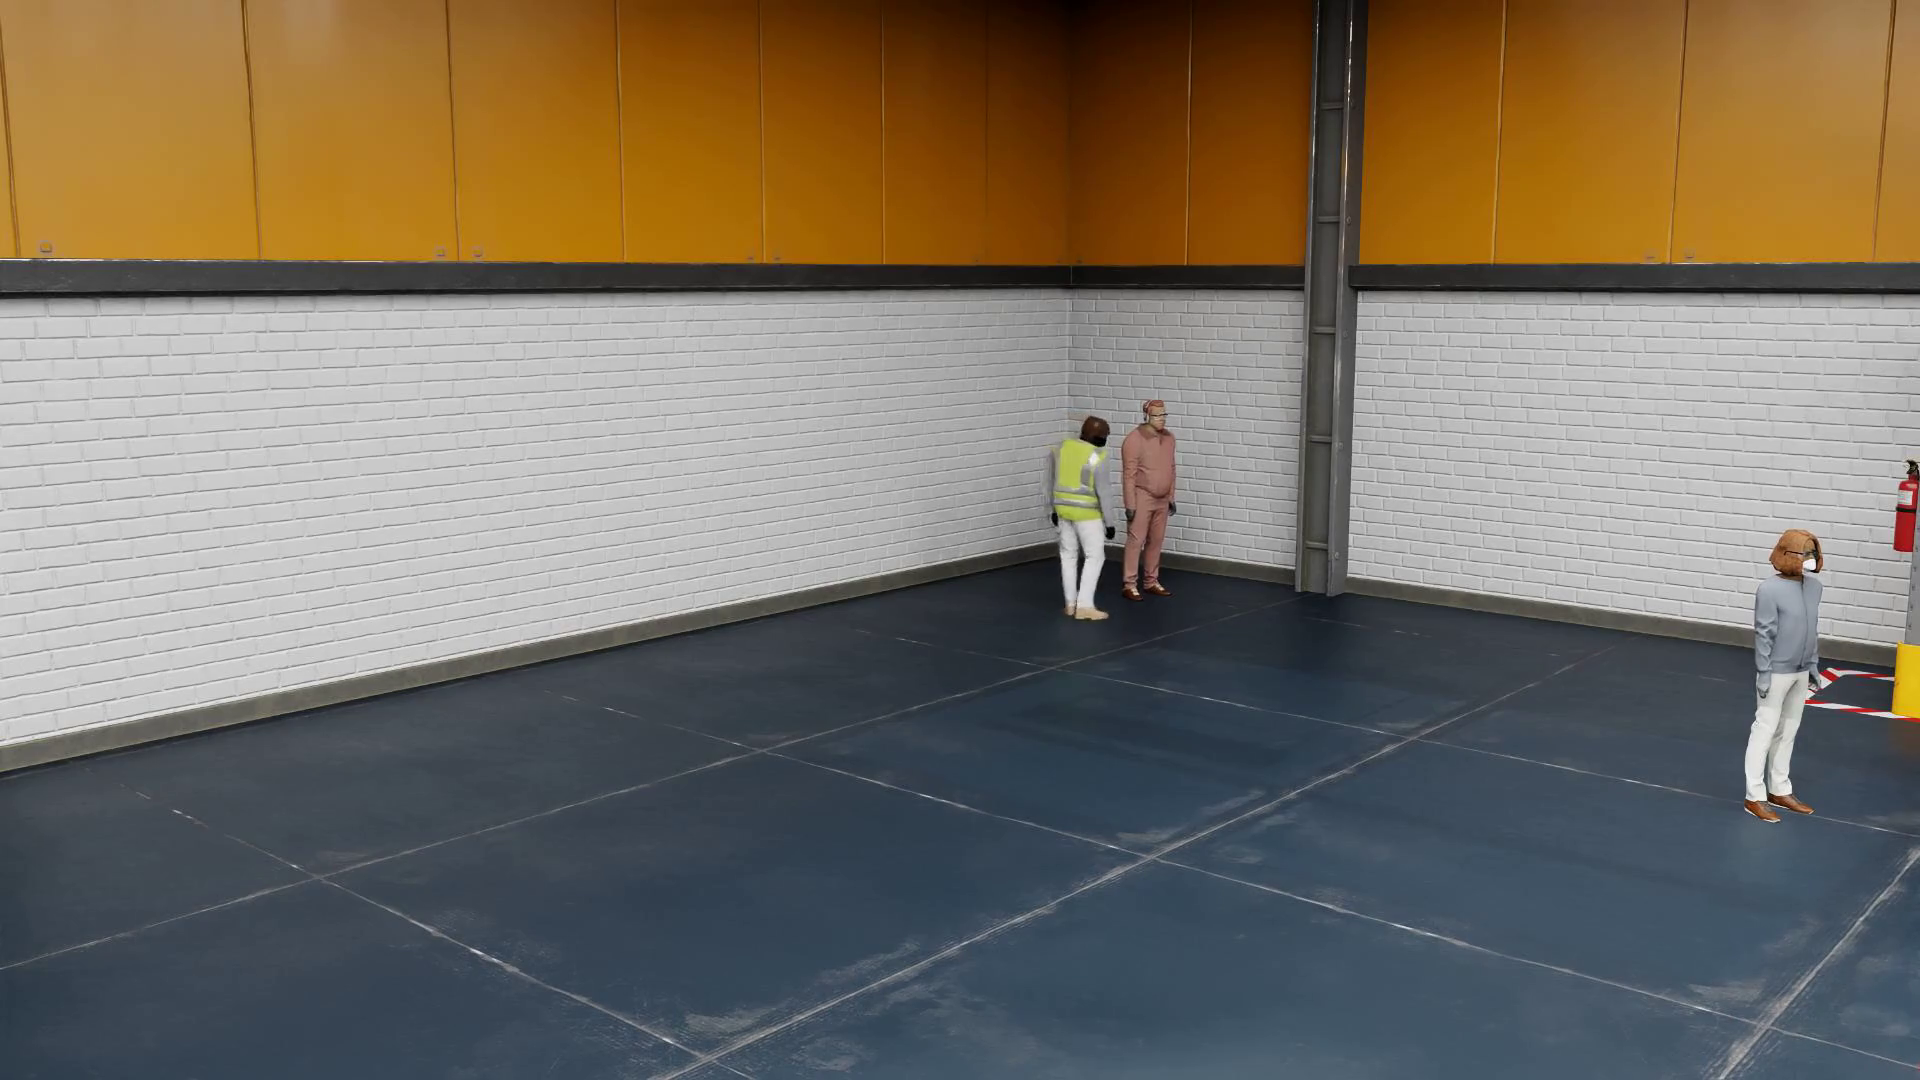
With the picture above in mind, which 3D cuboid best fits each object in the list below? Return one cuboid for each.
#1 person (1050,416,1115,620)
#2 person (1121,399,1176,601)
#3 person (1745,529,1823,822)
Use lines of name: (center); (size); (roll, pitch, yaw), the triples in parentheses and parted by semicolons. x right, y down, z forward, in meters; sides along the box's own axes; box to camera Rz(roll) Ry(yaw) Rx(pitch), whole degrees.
person: (1.081, -0.194, 14.699); (0.695, 1.808, 0.441); (8, 12, 42)
person: (1.777, -0.372, 15.550); (0.657, 1.893, 0.417); (-8, 12, -43)
person: (4.626, 0.747, 9.303); (0.500, 1.633, 0.282); (-5, 10, -29)
